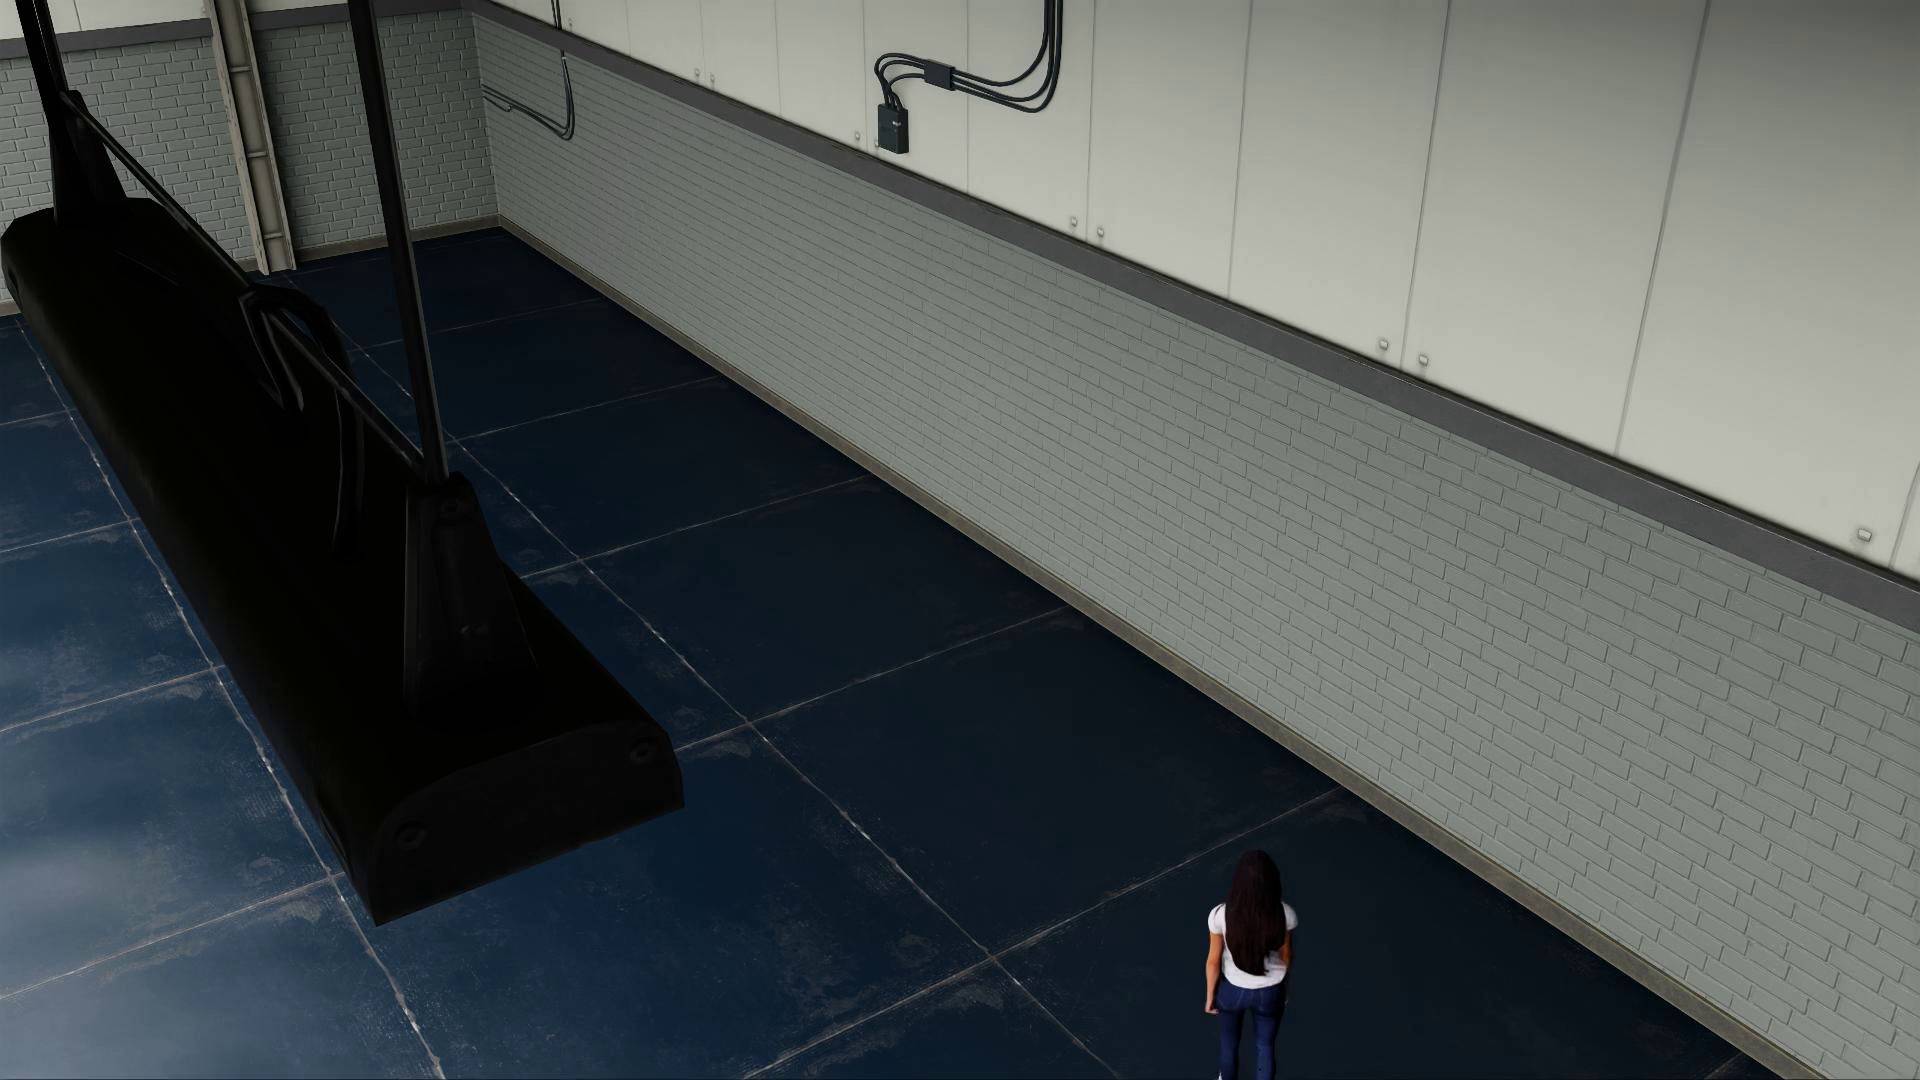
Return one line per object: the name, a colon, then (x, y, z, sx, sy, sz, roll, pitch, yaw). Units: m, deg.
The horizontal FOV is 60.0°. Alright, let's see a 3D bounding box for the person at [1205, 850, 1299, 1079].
person: (1.460, 2.329, 8.292, 0.966, 1.759, 0.984, 1, 28, 2)
